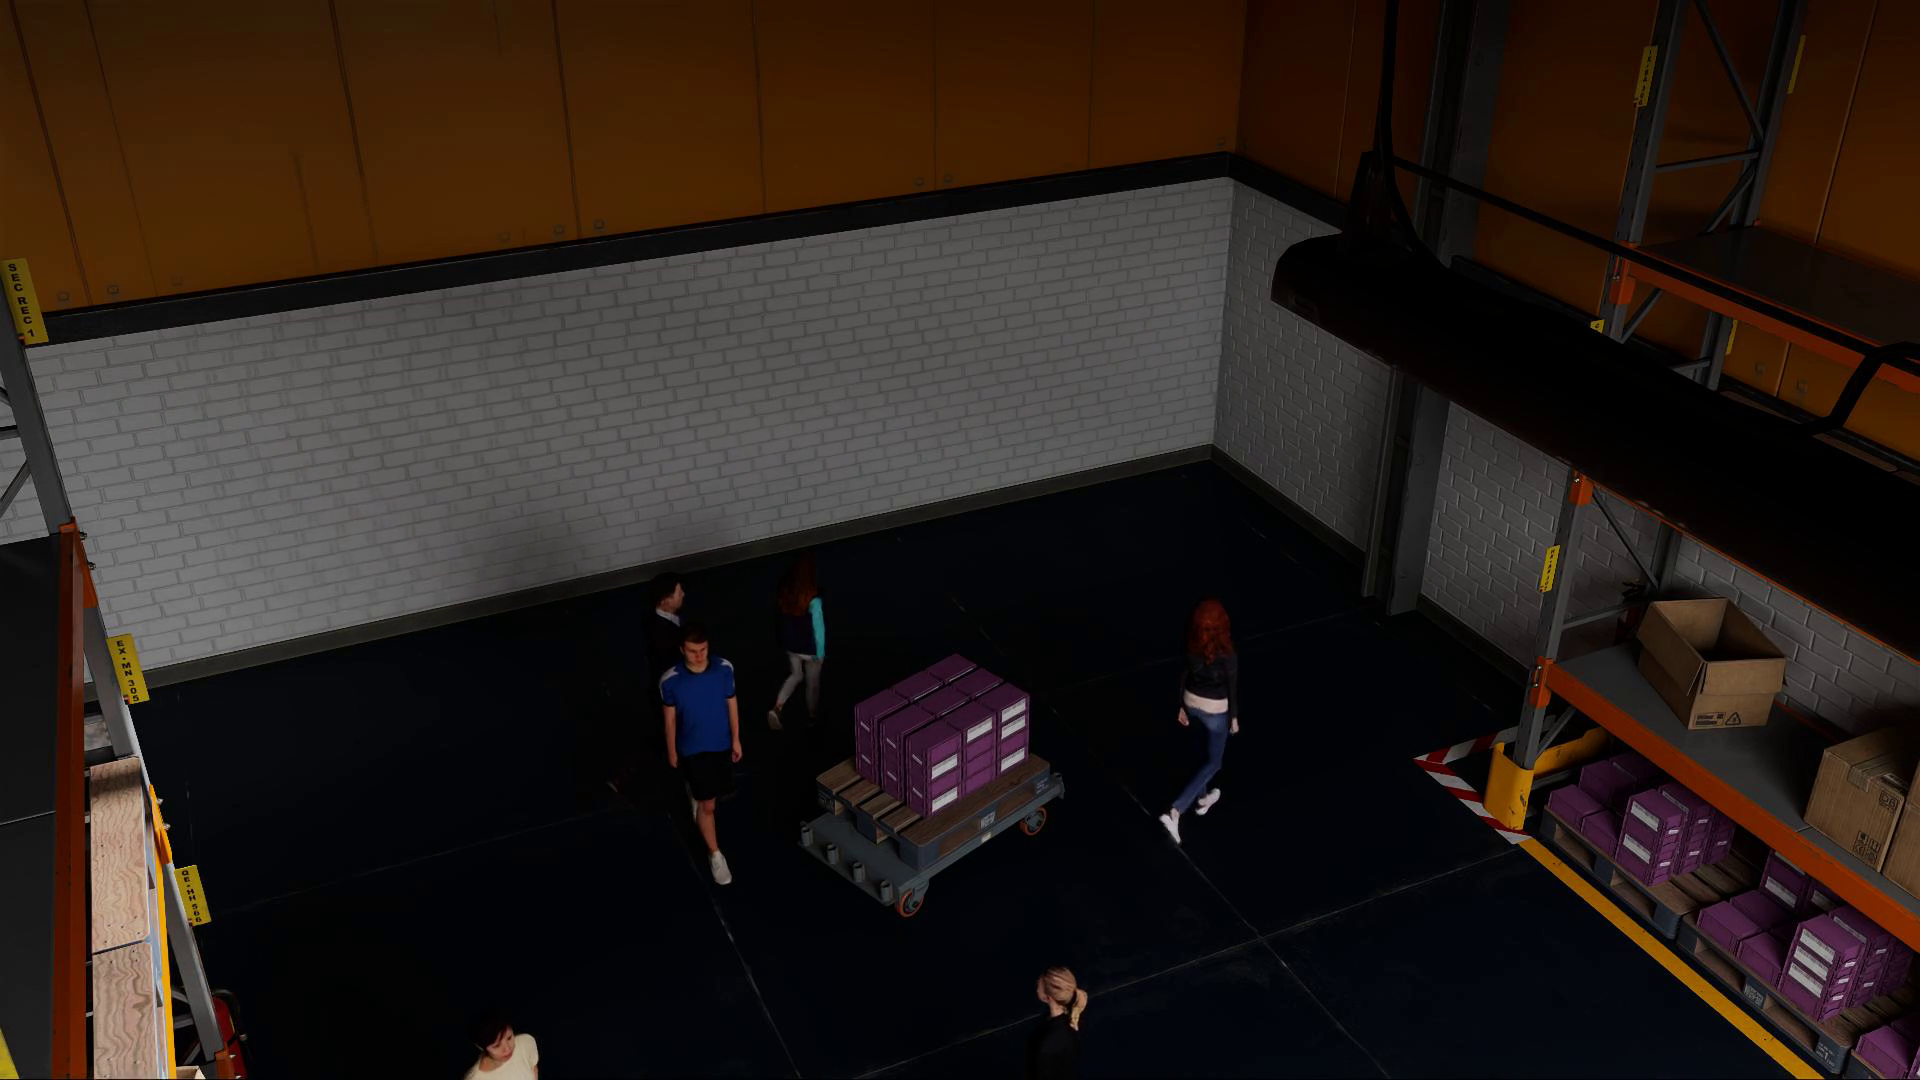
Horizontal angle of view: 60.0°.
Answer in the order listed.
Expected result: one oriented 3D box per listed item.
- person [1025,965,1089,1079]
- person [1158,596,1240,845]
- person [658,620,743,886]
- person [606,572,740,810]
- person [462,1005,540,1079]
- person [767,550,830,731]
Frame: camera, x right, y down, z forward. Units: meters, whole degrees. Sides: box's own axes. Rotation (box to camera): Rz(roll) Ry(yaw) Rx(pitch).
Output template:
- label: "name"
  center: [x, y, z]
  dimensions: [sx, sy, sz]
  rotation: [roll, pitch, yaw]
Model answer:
- label: "person"
  center: [0.529, 2.783, 8.065]
  dimensions: [0.747, 1.691, 0.729]
  rotation: [17, 33, 28]
- label: "person"
  center: [1.571, 1.193, 10.897]
  dimensions: [1.068, 1.770, 0.920]
  rotation: [22, 36, 35]
- label: "person"
  center: [-1.666, 1.253, 10.718]
  dimensions: [0.679, 1.837, 1.163]
  rotation: [-15, 32, -25]
- label: "person"
  center: [-1.999, 1.054, 11.075]
  dimensions: [0.765, 1.844, 1.042]
  rotation: [-11, 31, -20]
- label: "person"
  center: [-2.201, 2.844, 8.073]
  dimensions: [0.729, 1.577, 0.701]
  rotation: [21, 35, 34]
- label: "person"
  center: [-1.185, 0.762, 11.984]
  dimensions: [0.831, 1.487, 0.829]
  rotation: [21, 35, 34]
